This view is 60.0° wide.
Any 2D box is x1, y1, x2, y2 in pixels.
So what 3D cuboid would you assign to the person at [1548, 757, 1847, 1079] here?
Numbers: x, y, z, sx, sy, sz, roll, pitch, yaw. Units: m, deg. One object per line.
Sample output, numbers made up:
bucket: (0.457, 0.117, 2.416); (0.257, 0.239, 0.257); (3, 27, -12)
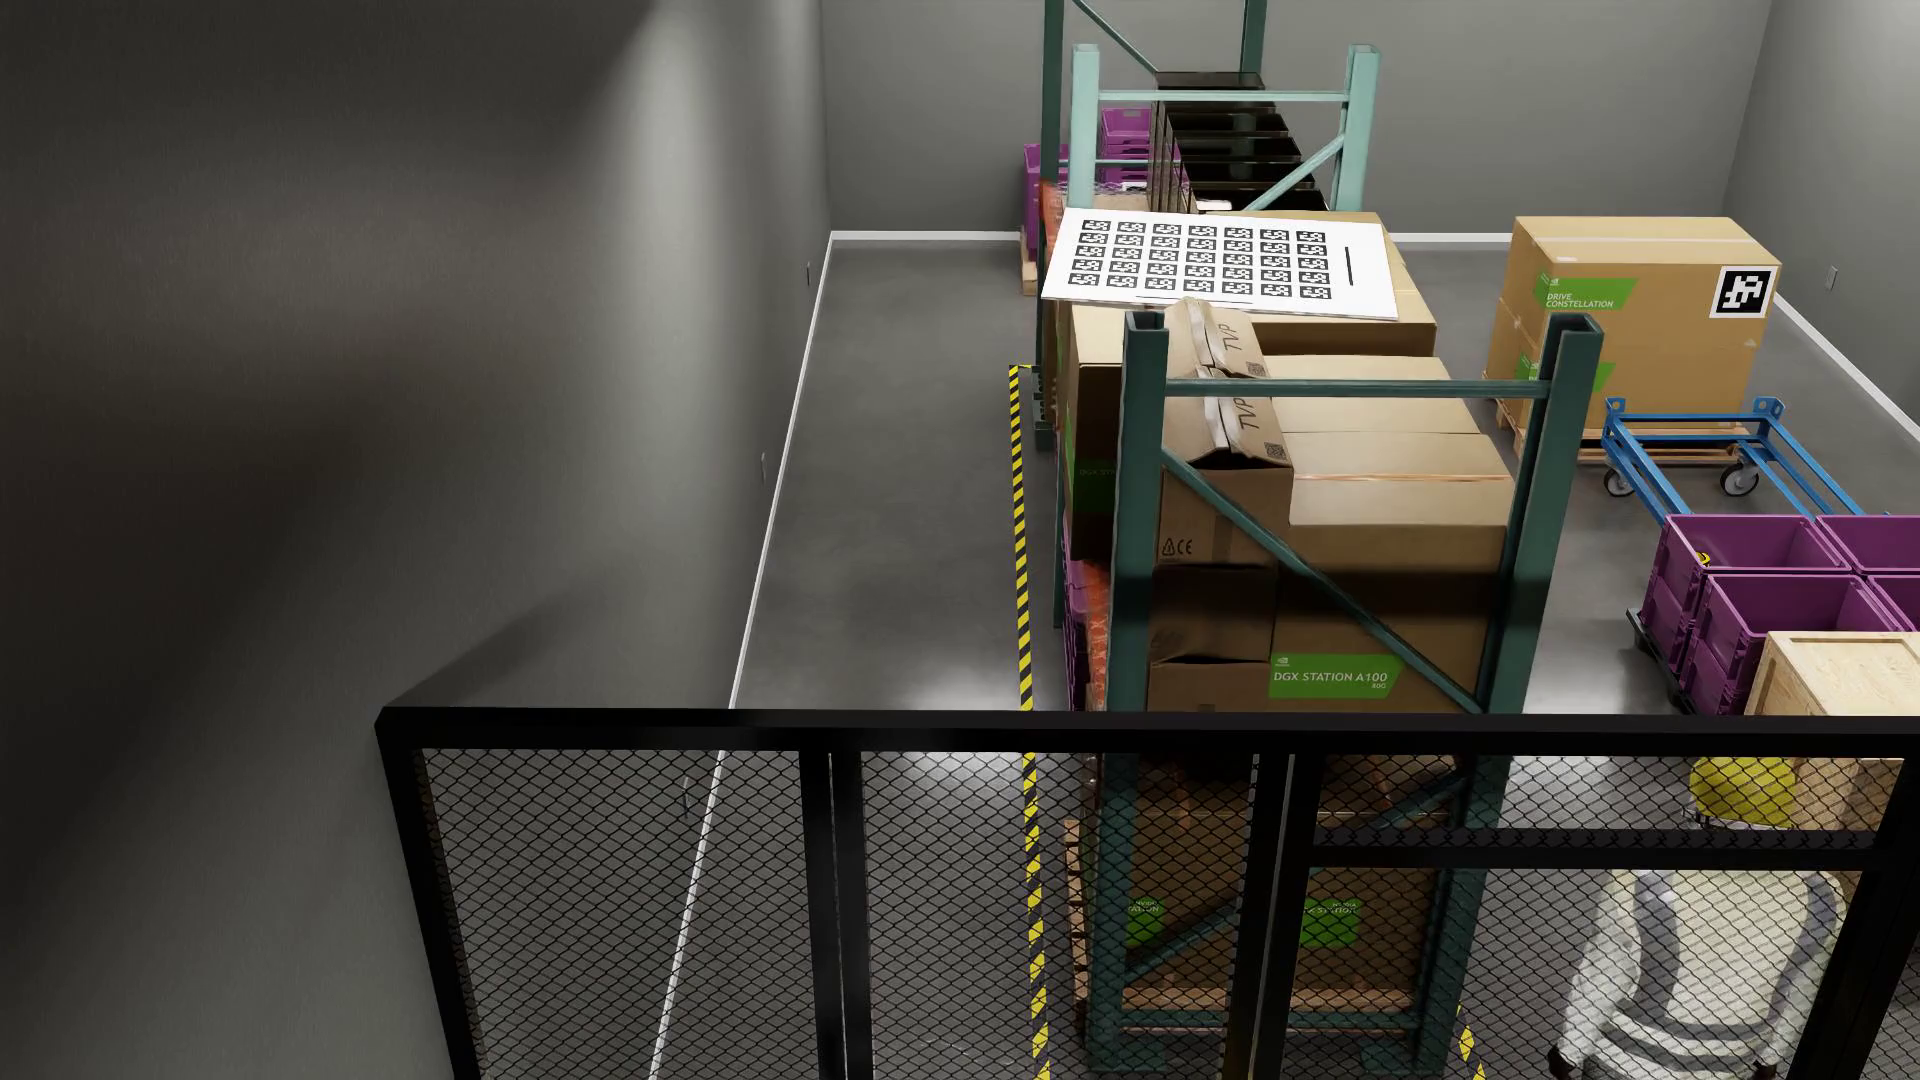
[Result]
person: (1.809, 1.253, 4.234); (0.597, 1.831, 0.403); (1, 31, 1)
